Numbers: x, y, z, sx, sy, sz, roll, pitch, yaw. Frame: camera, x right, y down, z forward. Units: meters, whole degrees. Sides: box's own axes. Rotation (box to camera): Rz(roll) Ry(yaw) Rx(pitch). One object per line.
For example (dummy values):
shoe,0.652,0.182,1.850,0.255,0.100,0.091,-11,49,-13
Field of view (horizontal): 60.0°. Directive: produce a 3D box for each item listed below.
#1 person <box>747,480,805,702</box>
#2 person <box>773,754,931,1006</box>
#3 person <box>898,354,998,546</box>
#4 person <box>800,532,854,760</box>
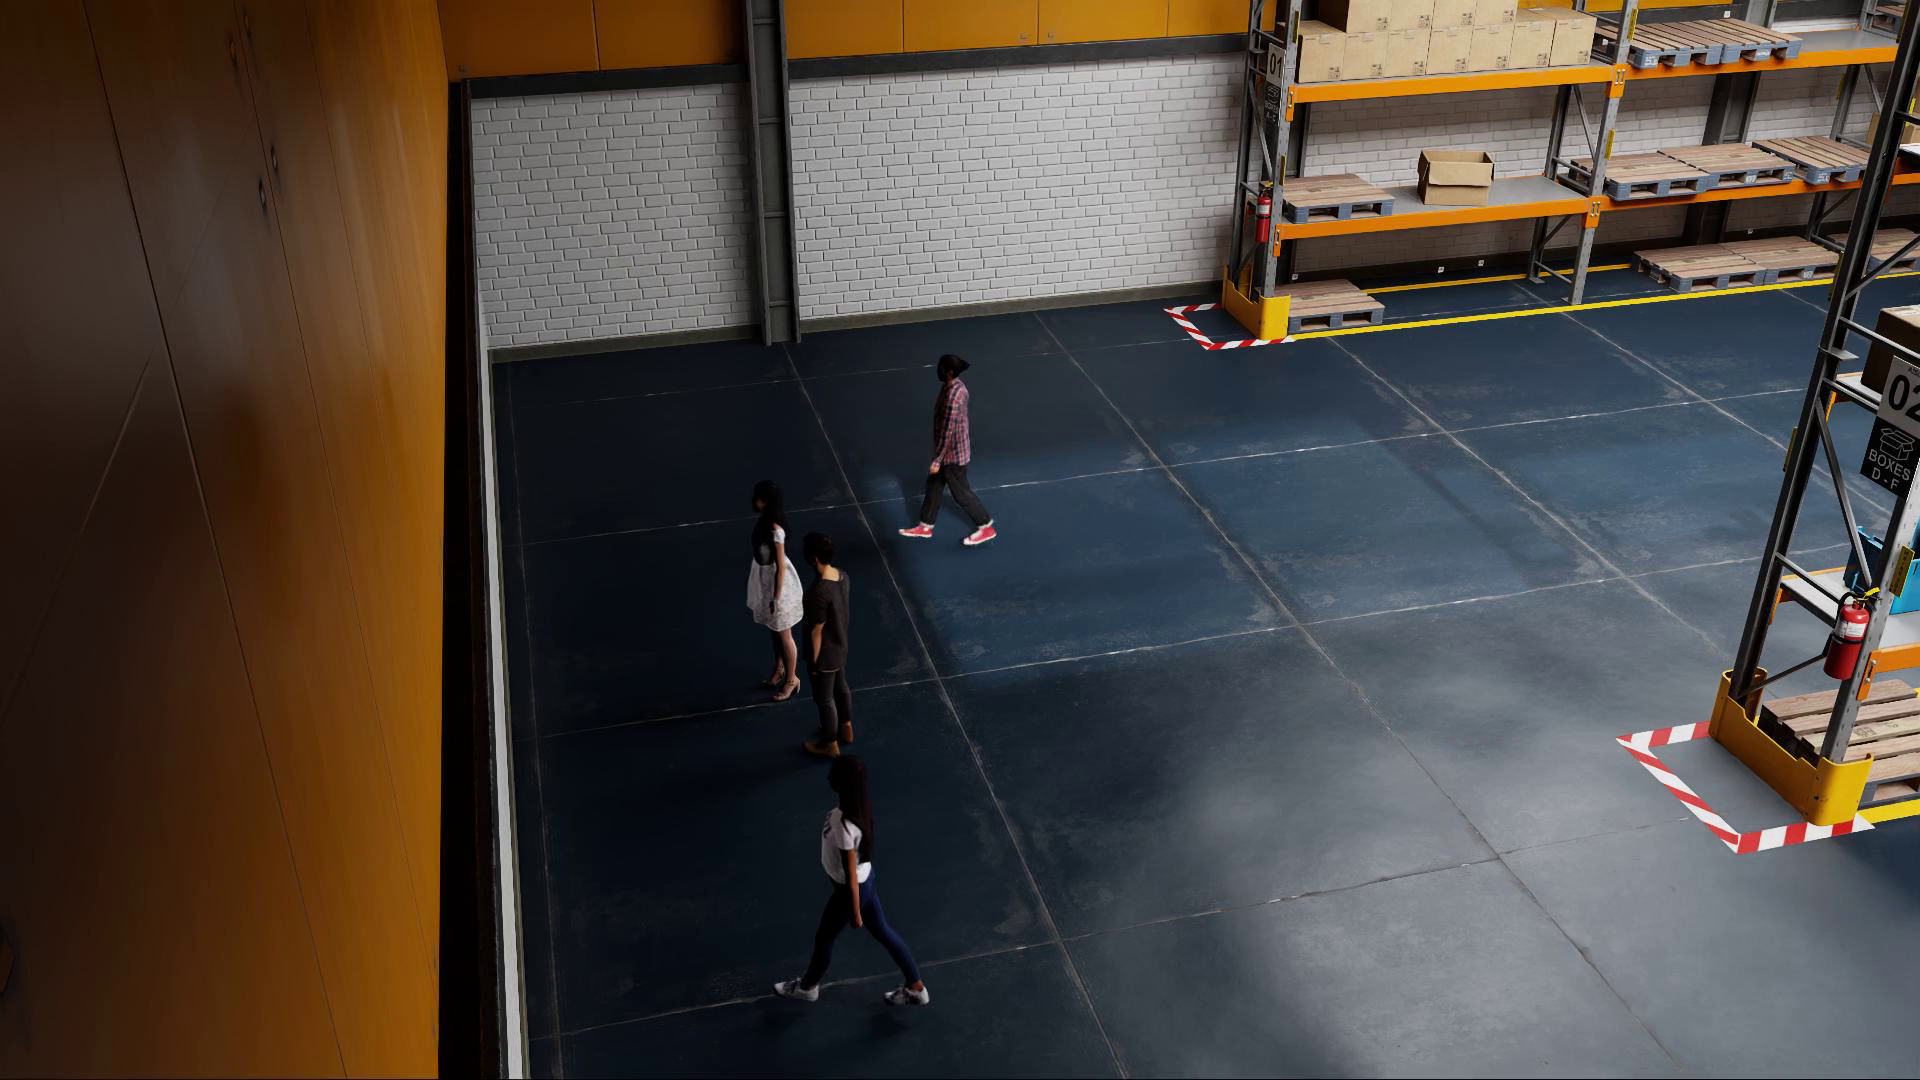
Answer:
person,-1.350,0.364,12.093,0.625,1.774,0.636,-8,30,-14
person,-0.501,1.953,9.230,1.221,1.727,0.925,4,29,7
person,-0.001,-0.736,14.151,1.149,1.734,0.845,-1,29,-2
person,-0.911,0.724,11.497,0.725,1.713,0.699,10,30,17
